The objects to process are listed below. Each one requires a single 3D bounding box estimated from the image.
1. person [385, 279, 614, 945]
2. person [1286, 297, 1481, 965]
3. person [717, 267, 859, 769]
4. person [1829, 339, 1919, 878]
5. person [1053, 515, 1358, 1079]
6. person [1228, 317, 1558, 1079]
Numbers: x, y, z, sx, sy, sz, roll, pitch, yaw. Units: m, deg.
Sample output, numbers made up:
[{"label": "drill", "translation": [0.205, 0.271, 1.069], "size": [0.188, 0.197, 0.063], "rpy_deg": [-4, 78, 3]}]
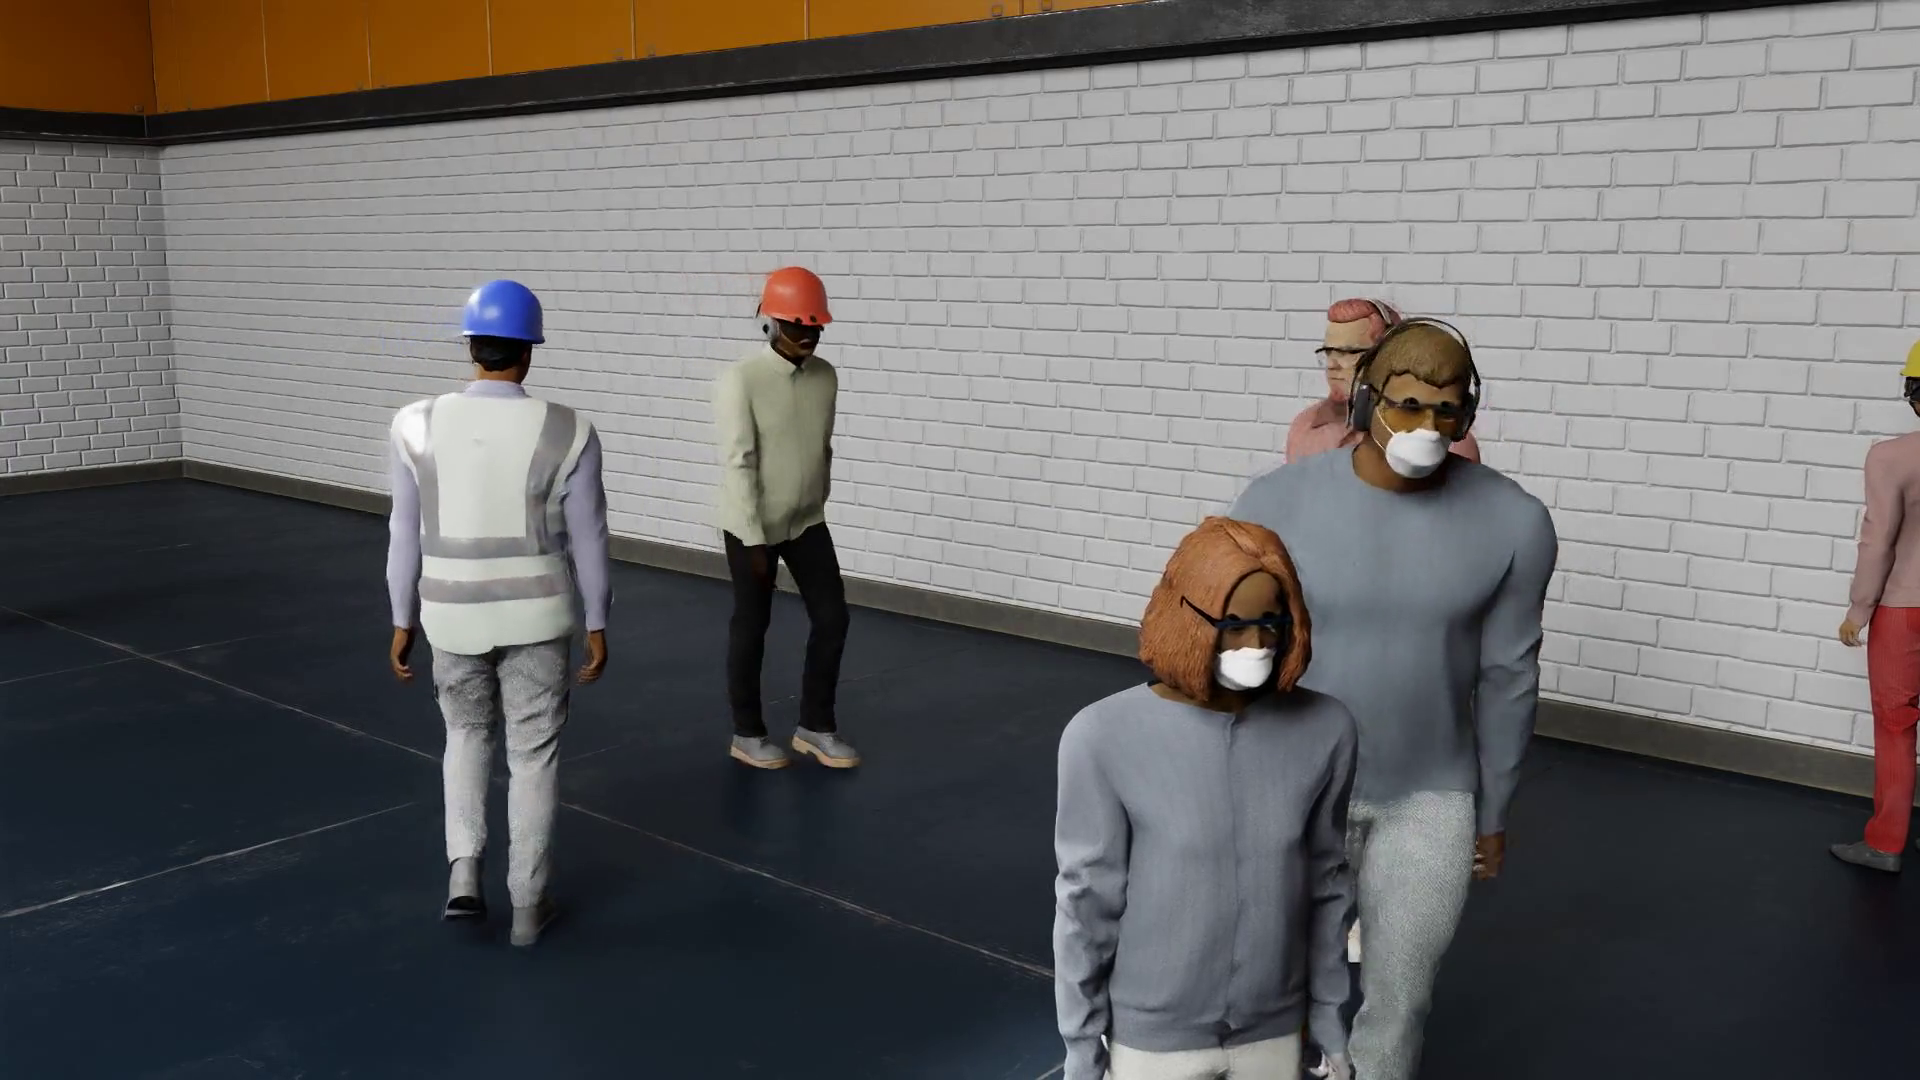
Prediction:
[{"label": "person", "translation": [-1.320, 0.222, 4.825], "size": [0.646, 1.930, 0.445], "rpy_deg": [0, 10, -1]}, {"label": "person", "translation": [1.098, 0.278, 4.649], "size": [0.512, 1.890, 0.649], "rpy_deg": [-9, 13, -41]}, {"label": "person", "translation": [-0.682, -0.051, 6.327], "size": [0.599, 1.946, 0.700], "rpy_deg": [-9, 14, -42]}, {"label": "person", "translation": [3.102, 0.211, 5.362], "size": [0.522, 1.769, 0.318], "rpy_deg": [-1, 10, -7]}, {"label": "person", "translation": [0.380, 0.768, 2.567], "size": [0.499, 1.632, 0.283], "rpy_deg": [-3, 10, -17]}, {"label": "person", "translation": [0.831, 0.482, 3.439], "size": [0.654, 1.906, 0.764], "rpy_deg": [1, 10, 6]}]
